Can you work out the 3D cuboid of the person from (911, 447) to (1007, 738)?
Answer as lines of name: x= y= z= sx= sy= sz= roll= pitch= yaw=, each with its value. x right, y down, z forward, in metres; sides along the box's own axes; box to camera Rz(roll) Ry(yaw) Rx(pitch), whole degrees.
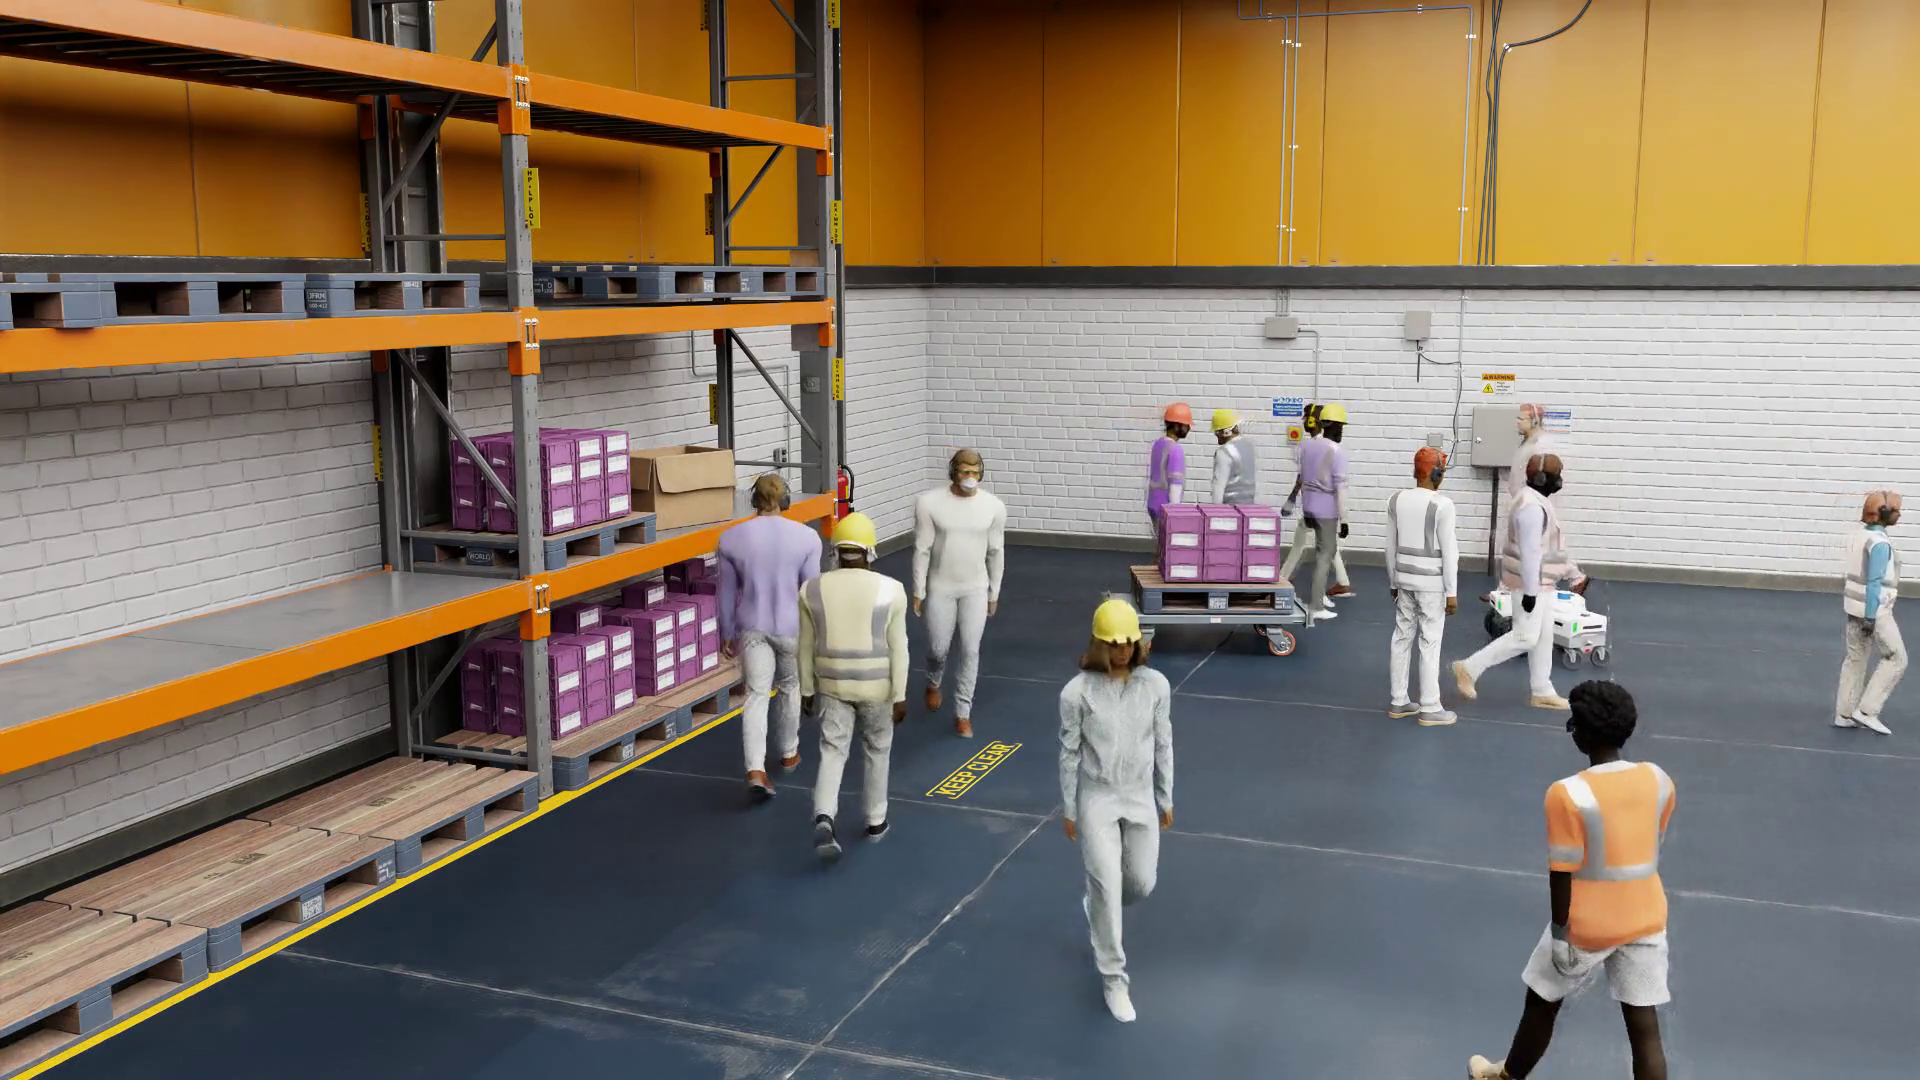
person: x=-0.015 y=0.325 z=11.077 sx=0.652 sy=1.920 sz=0.616 roll=-1 pitch=9 yaw=-8

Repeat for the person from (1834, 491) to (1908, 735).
person: x=6.060 y=0.482 z=11.006 sx=0.433 sy=1.623 sz=0.518 roll=2 pitch=9 yaw=10

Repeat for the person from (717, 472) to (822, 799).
person: x=-1.123 y=0.545 z=9.807 sx=0.631 sy=1.893 sz=1.024 roll=0 pitch=9 yaw=-1

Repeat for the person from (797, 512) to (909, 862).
person: x=-0.569 y=0.763 z=8.686 sx=0.599 sy=1.811 sz=0.785 roll=1 pitch=9 yaw=8

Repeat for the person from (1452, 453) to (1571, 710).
person: x=3.899 y=0.291 z=11.593 sx=0.757 sy=1.821 sz=0.633 roll=3 pitch=10 yaw=20

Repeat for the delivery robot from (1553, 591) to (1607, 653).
delivery robot: x=4.726 y=0.643 z=13.036 sx=0.477 sy=0.478 sz=0.707 roll=-3 pitch=9 yaw=-18

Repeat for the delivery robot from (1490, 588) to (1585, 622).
delivery robot: x=4.730 y=0.549 z=13.628 sx=0.707 sy=0.478 sz=0.477 roll=1 pitch=9 yaw=6

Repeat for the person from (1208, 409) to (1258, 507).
person: x=2.552 y=-0.340 z=15.621 sx=0.417 sy=1.792 sz=0.639 roll=7 pitch=11 yaw=37

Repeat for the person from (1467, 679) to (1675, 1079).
person: x=2.177 y=1.294 z=5.786 sx=0.553 sy=1.661 sz=0.842 roll=-3 pitch=10 yaw=-19

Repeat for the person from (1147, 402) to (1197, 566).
person: x=1.830 y=-0.276 z=14.881 sx=0.548 sy=1.915 sz=0.543 roll=-3 pitch=9 yaw=-17

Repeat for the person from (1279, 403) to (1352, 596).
person: x=3.335 y=-0.386 z=15.848 sx=0.980 sy=1.820 sz=0.513 roll=5 pitch=10 yaw=29

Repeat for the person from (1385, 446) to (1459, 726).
person: x=3.134 y=0.308 z=11.264 sx=0.355 sy=1.887 sz=0.573 roll=-6 pitch=11 yaw=-33

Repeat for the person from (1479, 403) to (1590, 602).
person: x=5.329 y=-0.326 z=15.294 sx=0.890 sy=1.874 sz=0.646 roll=0 pitch=9 yaw=2

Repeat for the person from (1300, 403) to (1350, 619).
person: x=3.268 y=-0.260 z=14.764 sx=0.573 sy=1.903 sz=0.606 roll=-4 pitch=10 yaw=-24

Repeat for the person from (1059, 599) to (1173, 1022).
person: x=0.632 y=1.072 z=6.974 sx=0.492 sy=1.719 sz=0.662 roll=-3 pitch=9 yaw=-17
